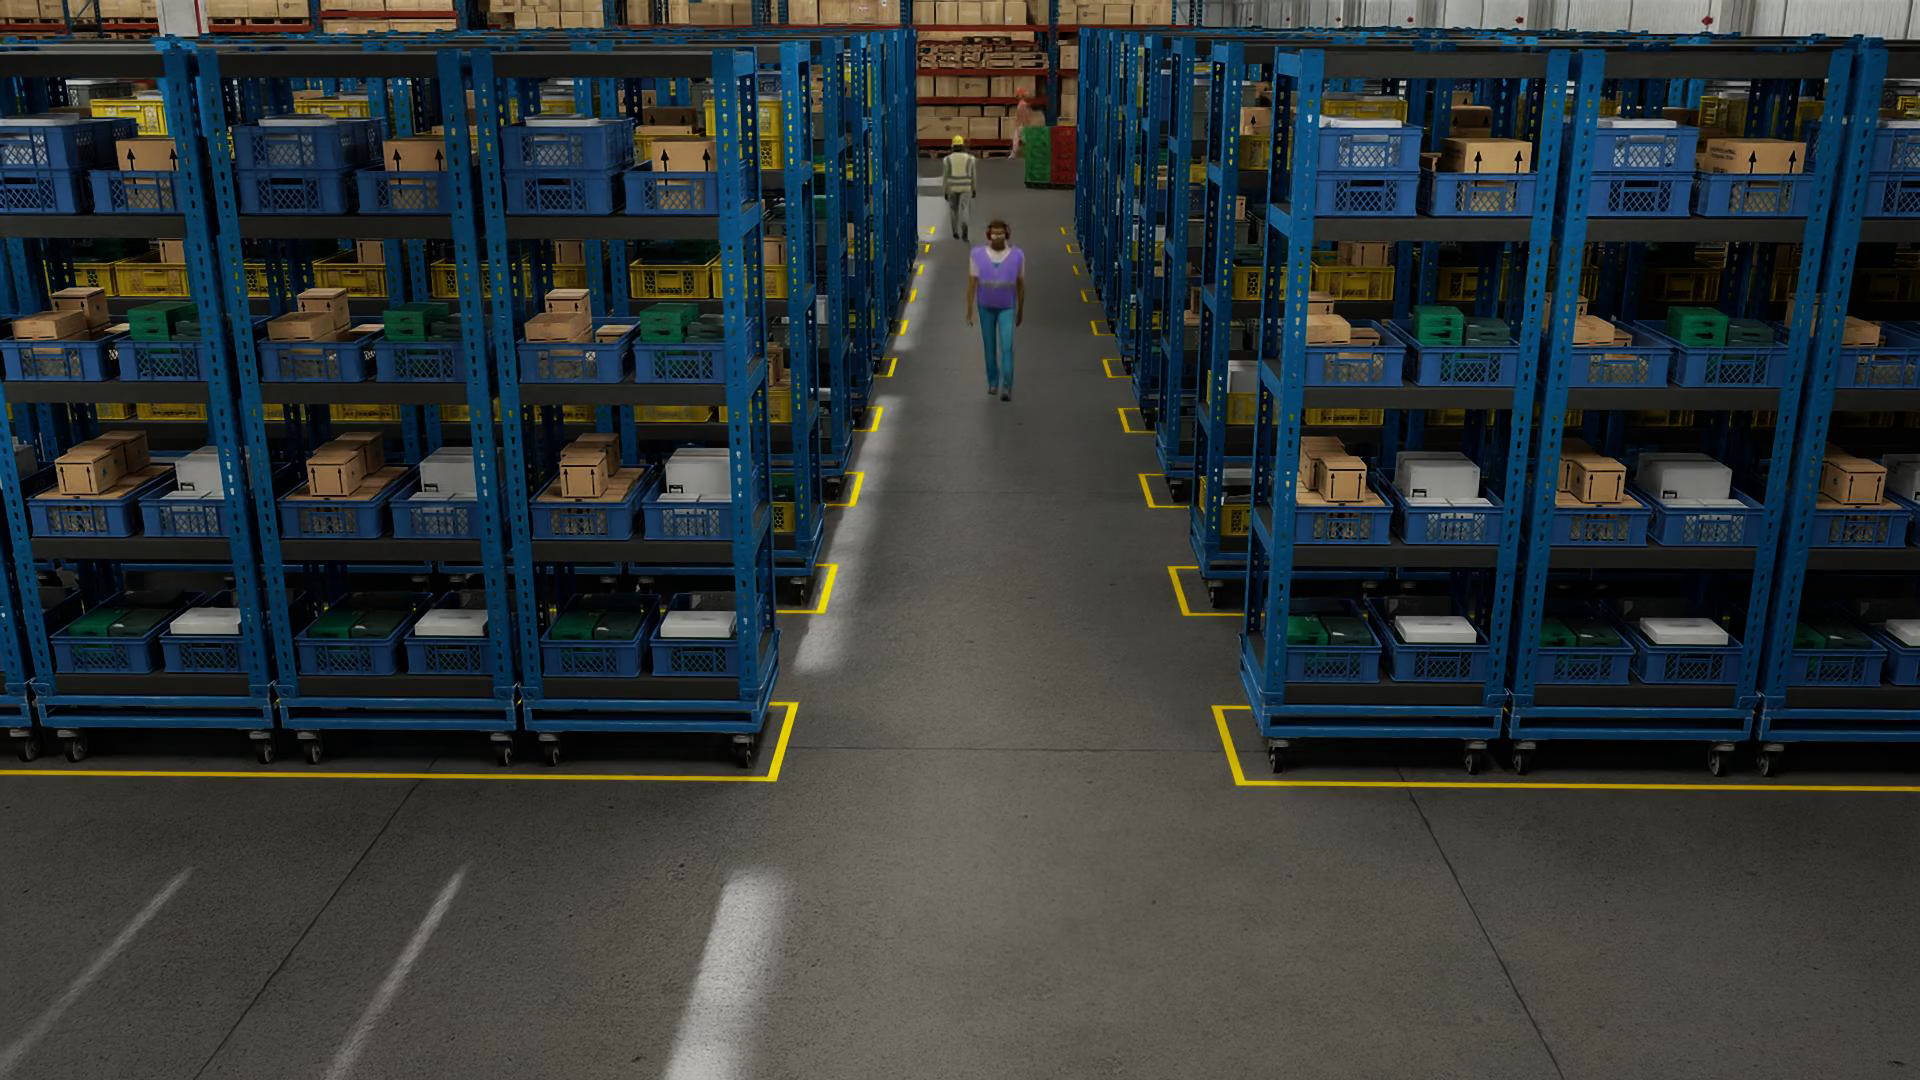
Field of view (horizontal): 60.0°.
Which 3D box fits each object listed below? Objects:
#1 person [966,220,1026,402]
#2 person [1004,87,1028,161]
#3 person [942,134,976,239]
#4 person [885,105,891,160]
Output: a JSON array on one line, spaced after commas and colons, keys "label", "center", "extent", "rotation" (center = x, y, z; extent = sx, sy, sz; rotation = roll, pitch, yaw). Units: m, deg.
[{"label": "person", "center": [0.359, -2.292, 16.715], "extent": [0.575, 1.801, 0.950], "rotation": [2, 18, 5]}, {"label": "person", "center": [1.715, -11.233, 44.969], "extent": [0.963, 1.958, 0.630], "rotation": [0, 17, -1]}, {"label": "person", "center": [-0.016, -6.114, 28.870], "extent": [0.606, 1.815, 0.632], "rotation": [0, 17, 0]}, {"label": "person", "center": [-1.860, -11.136, 44.982], "extent": [0.510, 1.752, 0.541], "rotation": [0, 17, 1]}]
